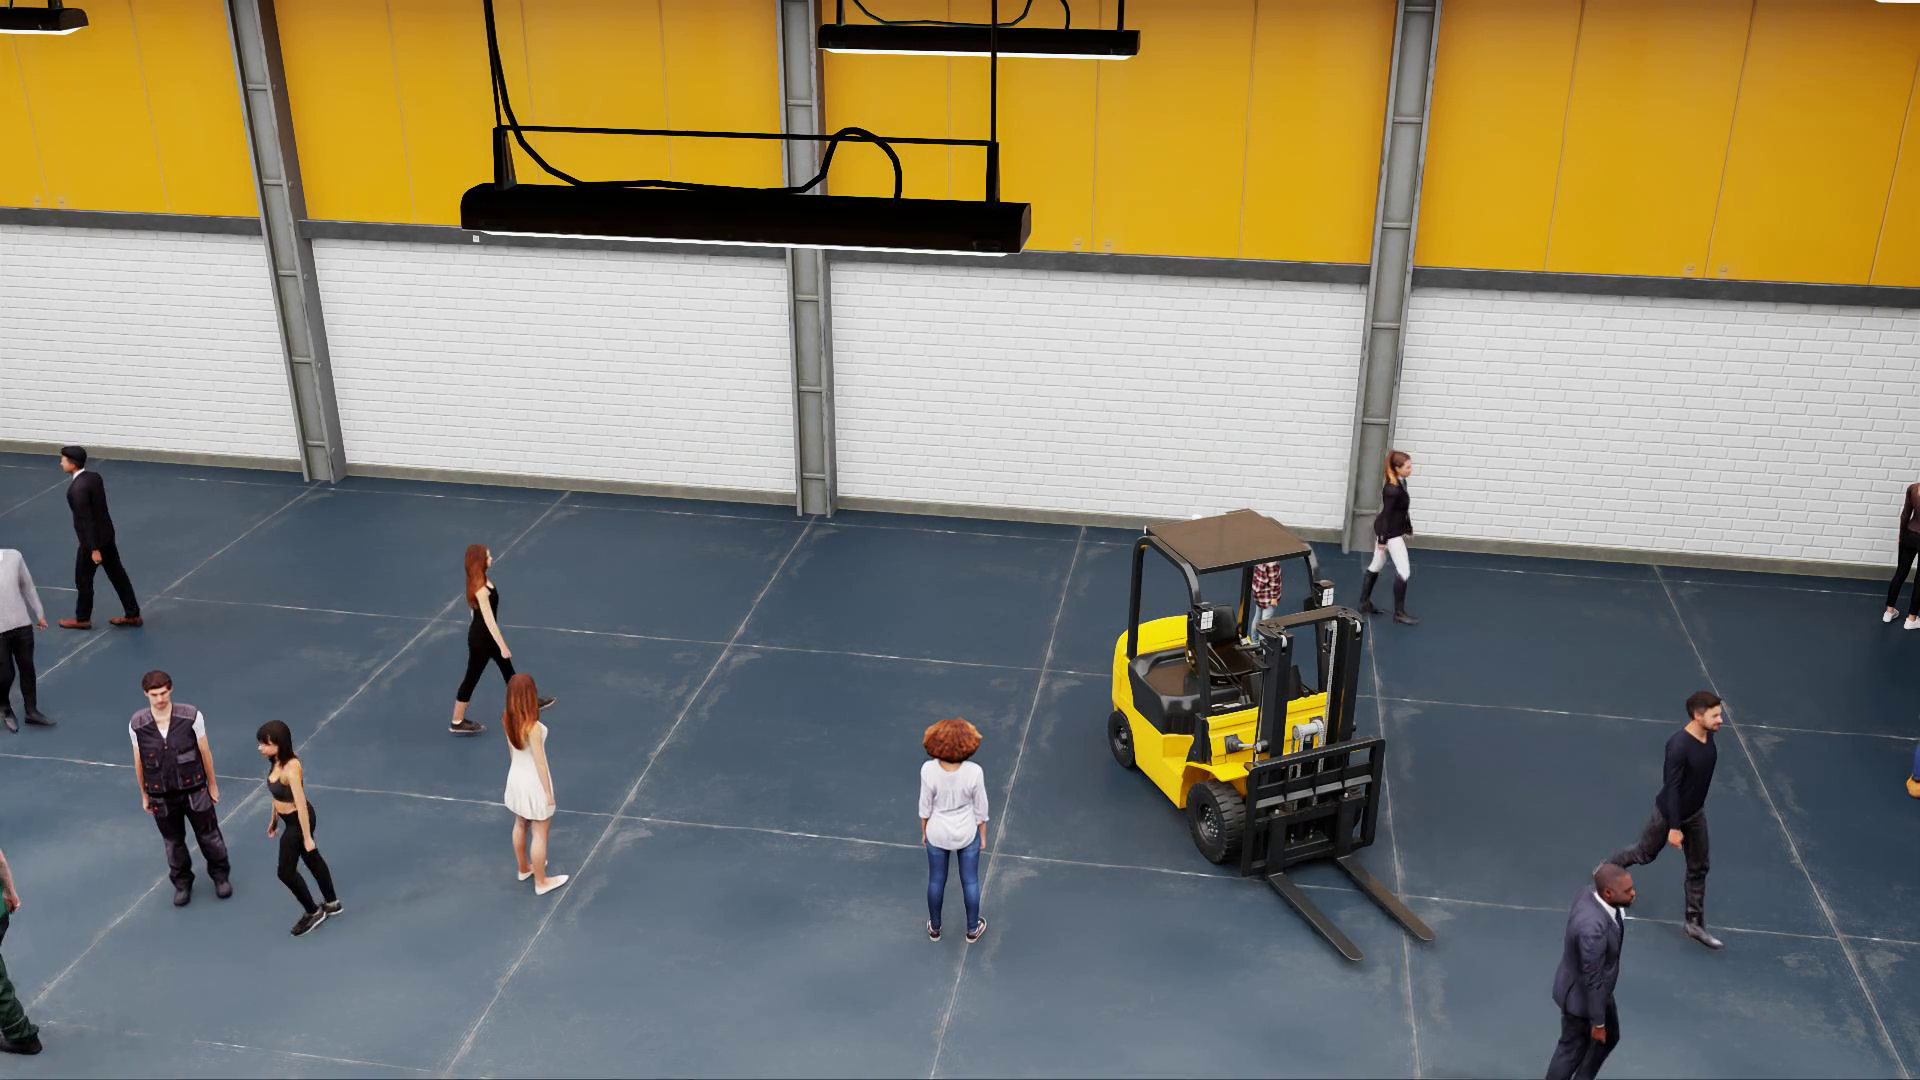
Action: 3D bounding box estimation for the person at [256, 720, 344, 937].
[{"bbox_3d":[-4.512,1.947,11.538,0.754,1.632,0.693,-14,27,-29],"label":"person"}]

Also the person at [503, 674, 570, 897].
[{"bbox_3d":[-3.094,1.734,11.930,0.608,1.709,0.704,20,30,38],"label":"person"}]

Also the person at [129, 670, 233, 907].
[{"bbox_3d":[-5.520,1.739,11.750,0.698,1.843,0.808,-8,25,-17],"label":"person"}]

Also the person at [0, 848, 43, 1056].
[{"bbox_3d":[-5.981,2.374,10.249,0.751,1.883,0.711,5,24,11],"label":"person"}]

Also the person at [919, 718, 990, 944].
[{"bbox_3d":[-0.050,1.980,11.361,0.548,1.713,0.698,3,24,6],"label":"person"}]

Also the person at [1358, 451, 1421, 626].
[{"bbox_3d":[4.036,-0.046,16.000,0.889,1.710,0.667,8,25,18],"label":"person"}]

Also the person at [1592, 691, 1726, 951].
[{"bbox_3d":[4.861,1.862,11.490,1.204,1.827,1.239,-15,28,-30],"label":"person"}]

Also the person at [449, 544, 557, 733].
[{"bbox_3d":[-4.087,0.865,13.954,1.210,1.680,0.937,-7,25,-15],"label":"person"}]

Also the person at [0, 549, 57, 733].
[{"bbox_3d":[-8.104,0.706,14.029,0.883,1.911,0.885,13,27,27],"label":"person"}]

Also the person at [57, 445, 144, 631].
[{"bbox_3d":[-8.076,-0.016,15.746,1.074,1.858,0.900,-2,24,-5],"label":"person"}]

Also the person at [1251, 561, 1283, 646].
[{"bbox_3d":[2.817,0.467,15.332,0.621,1.305,0.602,-5,24,-10],"label":"person"}]

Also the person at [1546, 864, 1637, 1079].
[{"bbox_3d":[3.581,2.640,9.735,0.780,1.807,0.795,11,26,23],"label":"person"}]

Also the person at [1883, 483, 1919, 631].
[{"bbox_3d":[9.147,0.025,15.847,0.717,1.703,0.669,-14,27,-29],"label":"person"}]
